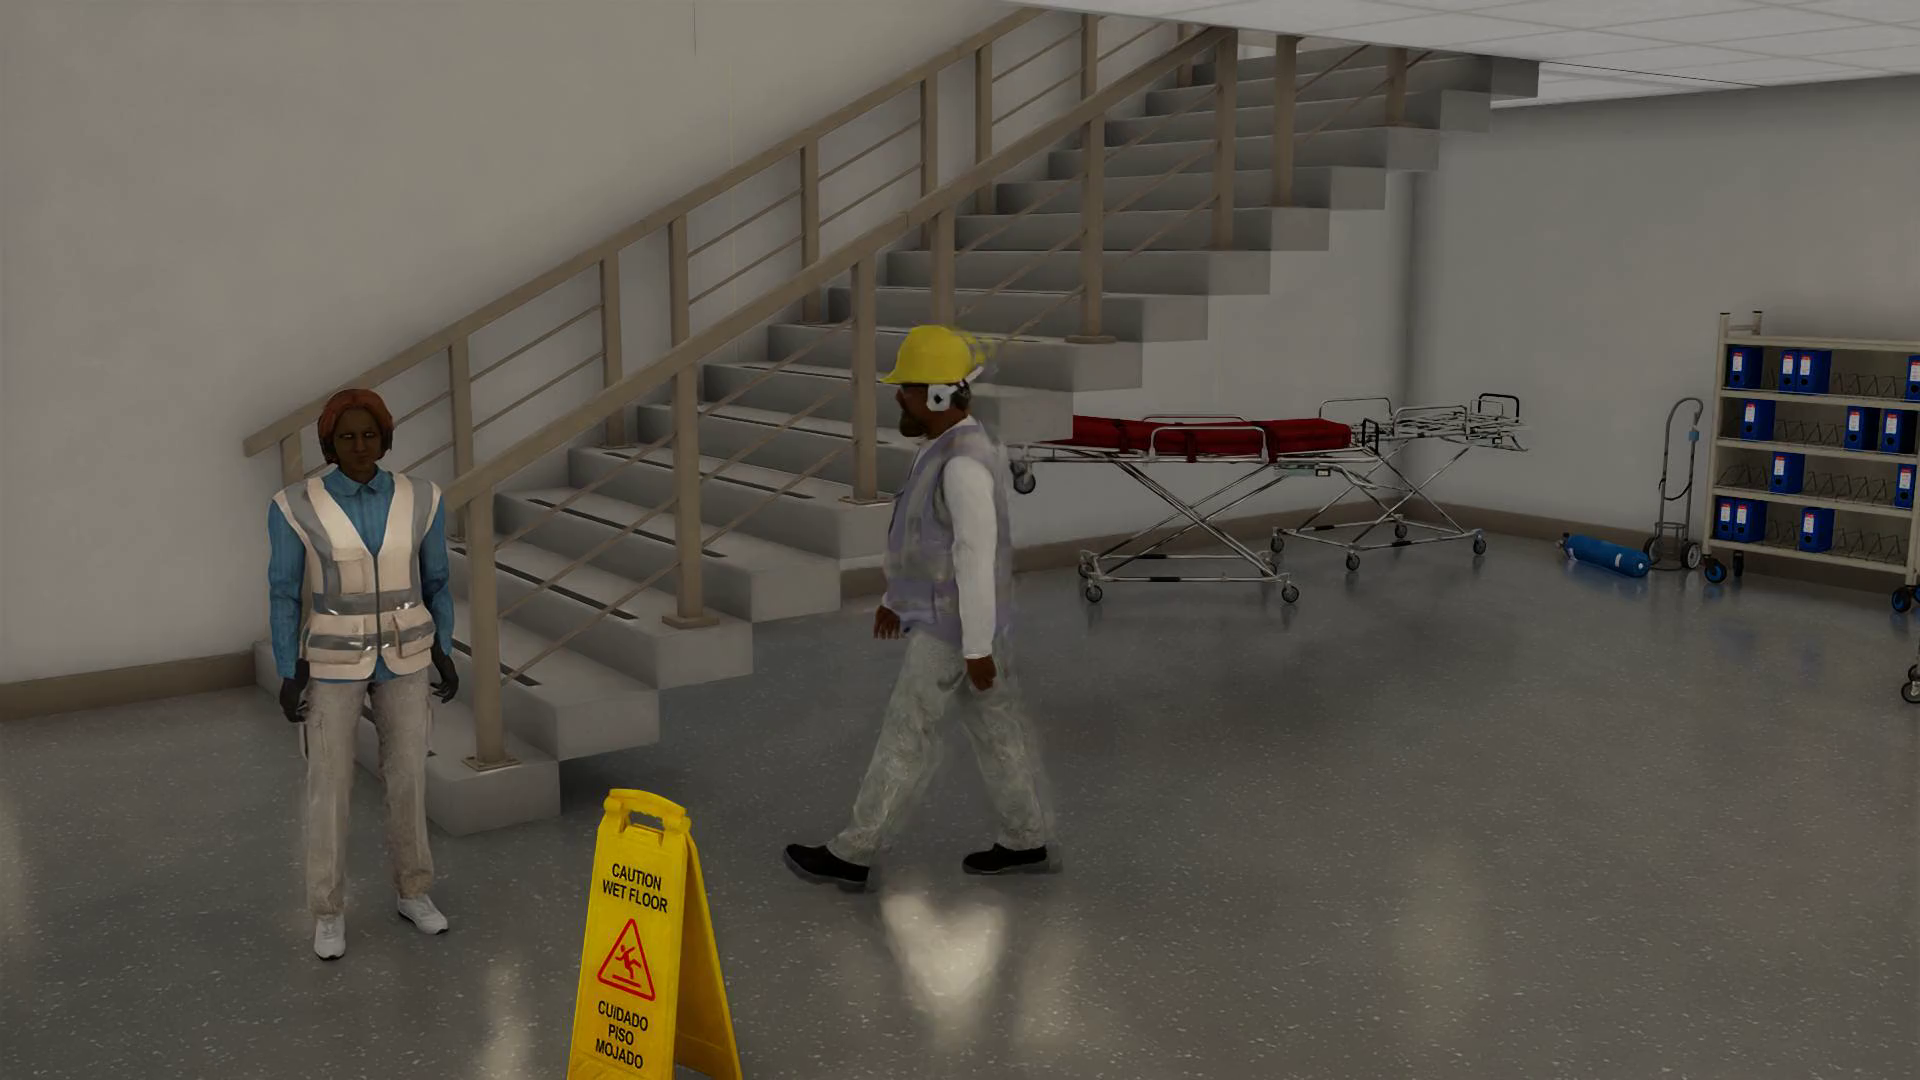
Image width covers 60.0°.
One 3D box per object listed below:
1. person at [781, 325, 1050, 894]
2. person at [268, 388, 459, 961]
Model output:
[{"bbox_3d":[-0.123,0.230,5.237,0.918,1.788,0.609,0,10,-1],"label":"person"},{"bbox_3d":[-1.716,0.377,4.824,0.521,1.639,0.311,-7,12,-35],"label":"person"}]
